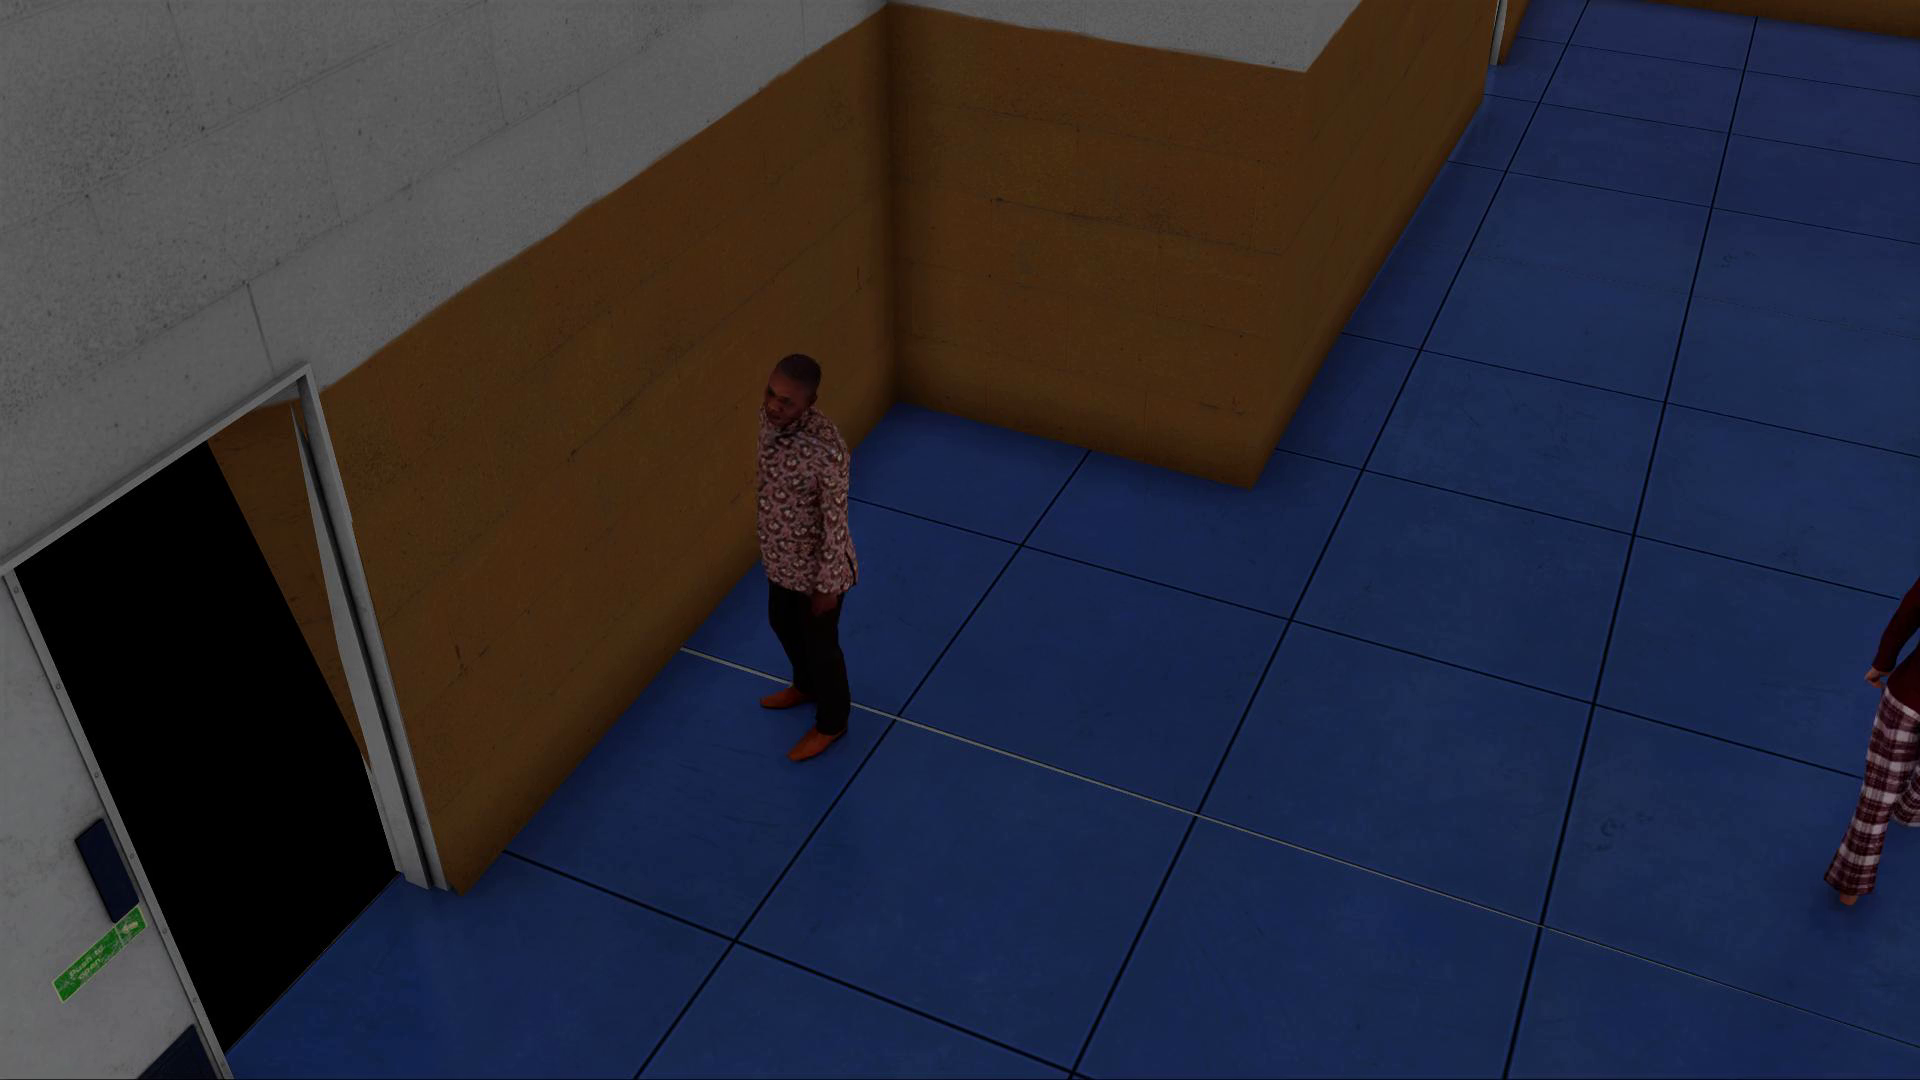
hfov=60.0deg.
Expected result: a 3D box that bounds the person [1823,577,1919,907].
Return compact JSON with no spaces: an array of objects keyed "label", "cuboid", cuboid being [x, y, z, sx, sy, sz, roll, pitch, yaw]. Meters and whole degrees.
[{"label":"person","cuboid":[3.404,0.627,5.835,1.019,1.664,0.879,26,44,31]}]

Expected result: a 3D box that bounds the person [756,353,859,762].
[{"label":"person","cuboid":[-0.596,0.048,6.492,0.895,1.802,0.777,-18,40,-22]}]
